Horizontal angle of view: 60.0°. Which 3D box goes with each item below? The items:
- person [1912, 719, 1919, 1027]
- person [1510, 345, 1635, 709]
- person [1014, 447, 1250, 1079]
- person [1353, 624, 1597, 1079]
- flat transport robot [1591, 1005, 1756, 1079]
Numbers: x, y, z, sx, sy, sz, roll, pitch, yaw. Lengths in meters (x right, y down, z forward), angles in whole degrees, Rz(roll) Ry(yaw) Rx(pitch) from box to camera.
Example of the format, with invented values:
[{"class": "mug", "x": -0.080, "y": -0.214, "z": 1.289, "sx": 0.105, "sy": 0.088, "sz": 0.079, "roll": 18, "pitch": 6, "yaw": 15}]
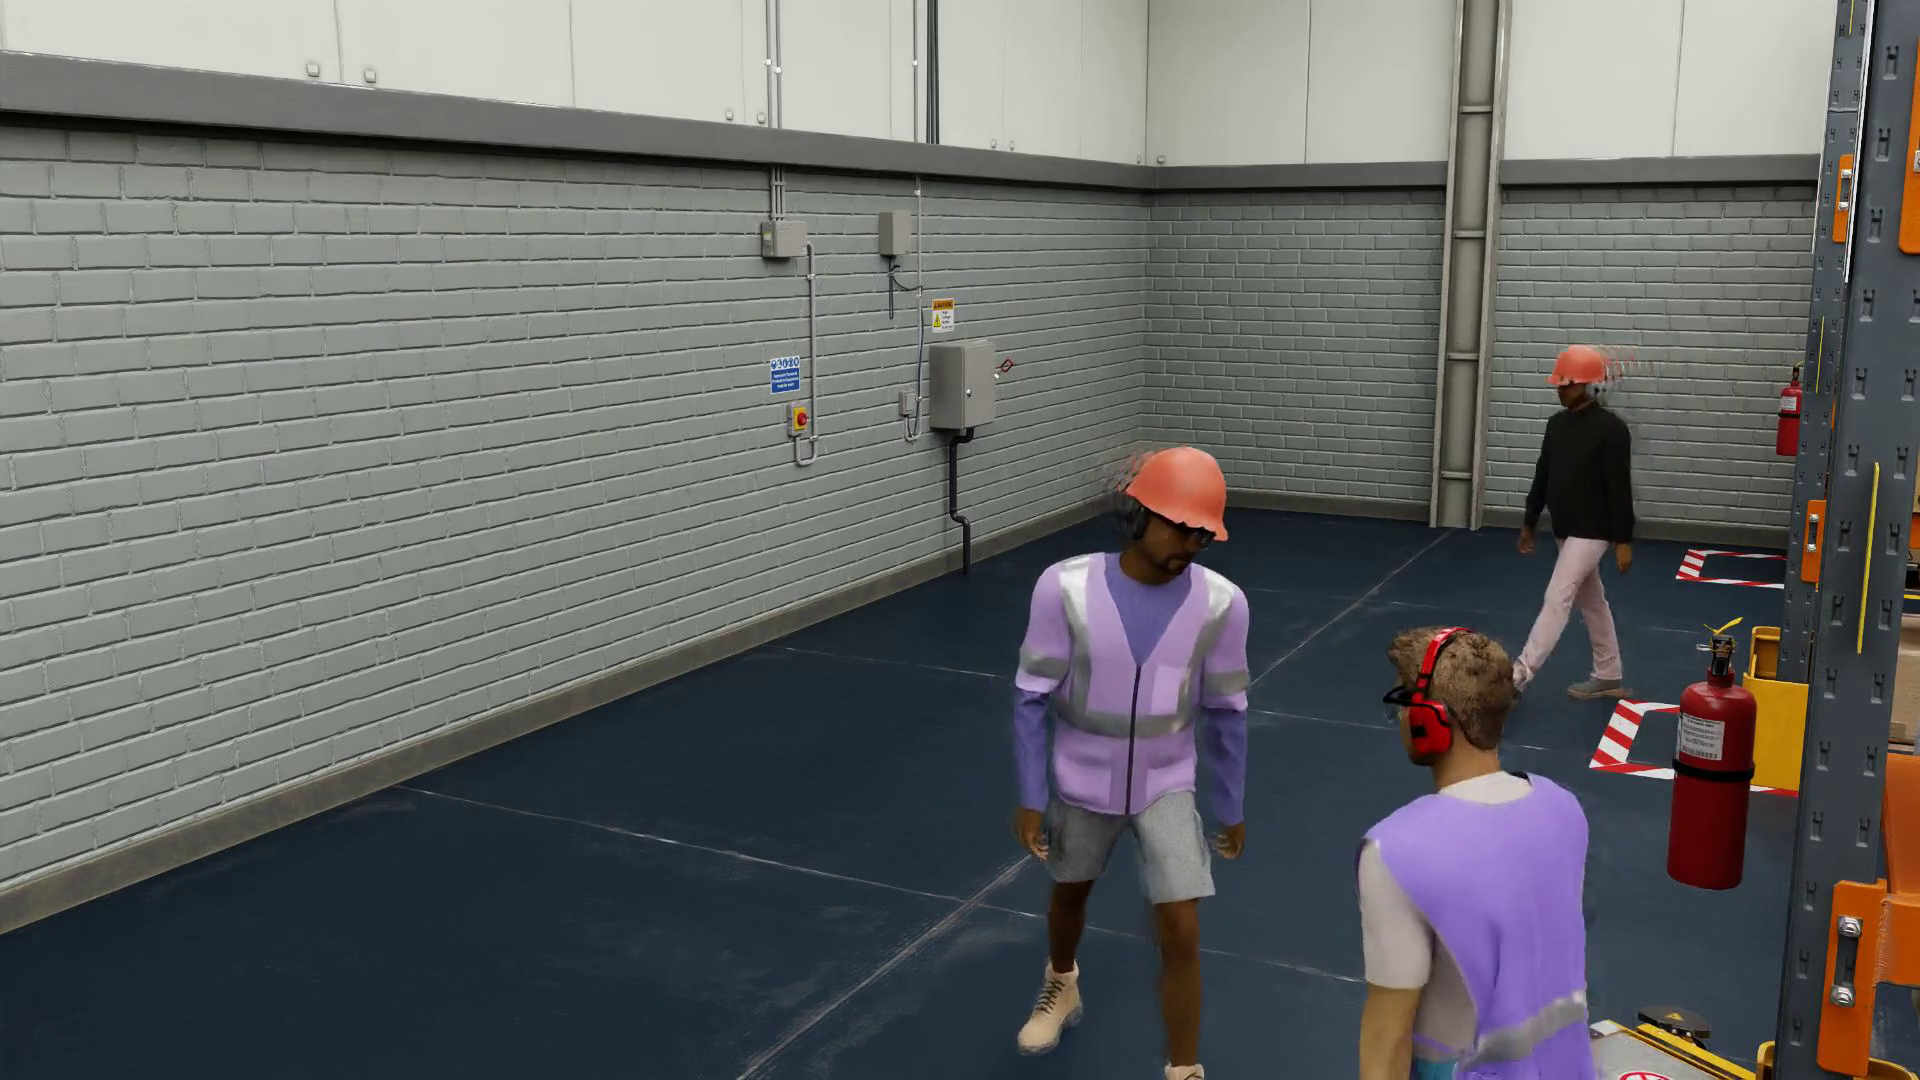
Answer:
[{"class": "person", "x": 2.475, "y": 0.846, "z": 4.134, "sx": 0.325, "sy": 1.860, "sz": 0.515, "roll": 3, "pitch": 11, "yaw": 16}, {"class": "person", "x": 3.185, "y": -0.060, "z": 8.853, "sx": 1.037, "sy": 1.928, "sz": 0.663, "roll": -2, "pitch": 11, "yaw": -12}, {"class": "person", "x": 0.479, "y": 0.678, "z": 4.792, "sx": 0.659, "sy": 1.975, "sz": 0.953, "roll": 0, "pitch": 10, "yaw": 0}, {"class": "person", "x": 0.954, "y": 1.072, "z": 3.008, "sx": 0.612, "sy": 1.819, "sz": 0.549, "roll": -9, "pitch": 14, "yaw": -40}, {"class": "flat transport robot", "x": 1.678, "y": 1.590, "z": 4.405, "sx": 1.431, "sy": 0.197, "sz": 0.652, "roll": -6, "pitch": 12, "yaw": -30}]
